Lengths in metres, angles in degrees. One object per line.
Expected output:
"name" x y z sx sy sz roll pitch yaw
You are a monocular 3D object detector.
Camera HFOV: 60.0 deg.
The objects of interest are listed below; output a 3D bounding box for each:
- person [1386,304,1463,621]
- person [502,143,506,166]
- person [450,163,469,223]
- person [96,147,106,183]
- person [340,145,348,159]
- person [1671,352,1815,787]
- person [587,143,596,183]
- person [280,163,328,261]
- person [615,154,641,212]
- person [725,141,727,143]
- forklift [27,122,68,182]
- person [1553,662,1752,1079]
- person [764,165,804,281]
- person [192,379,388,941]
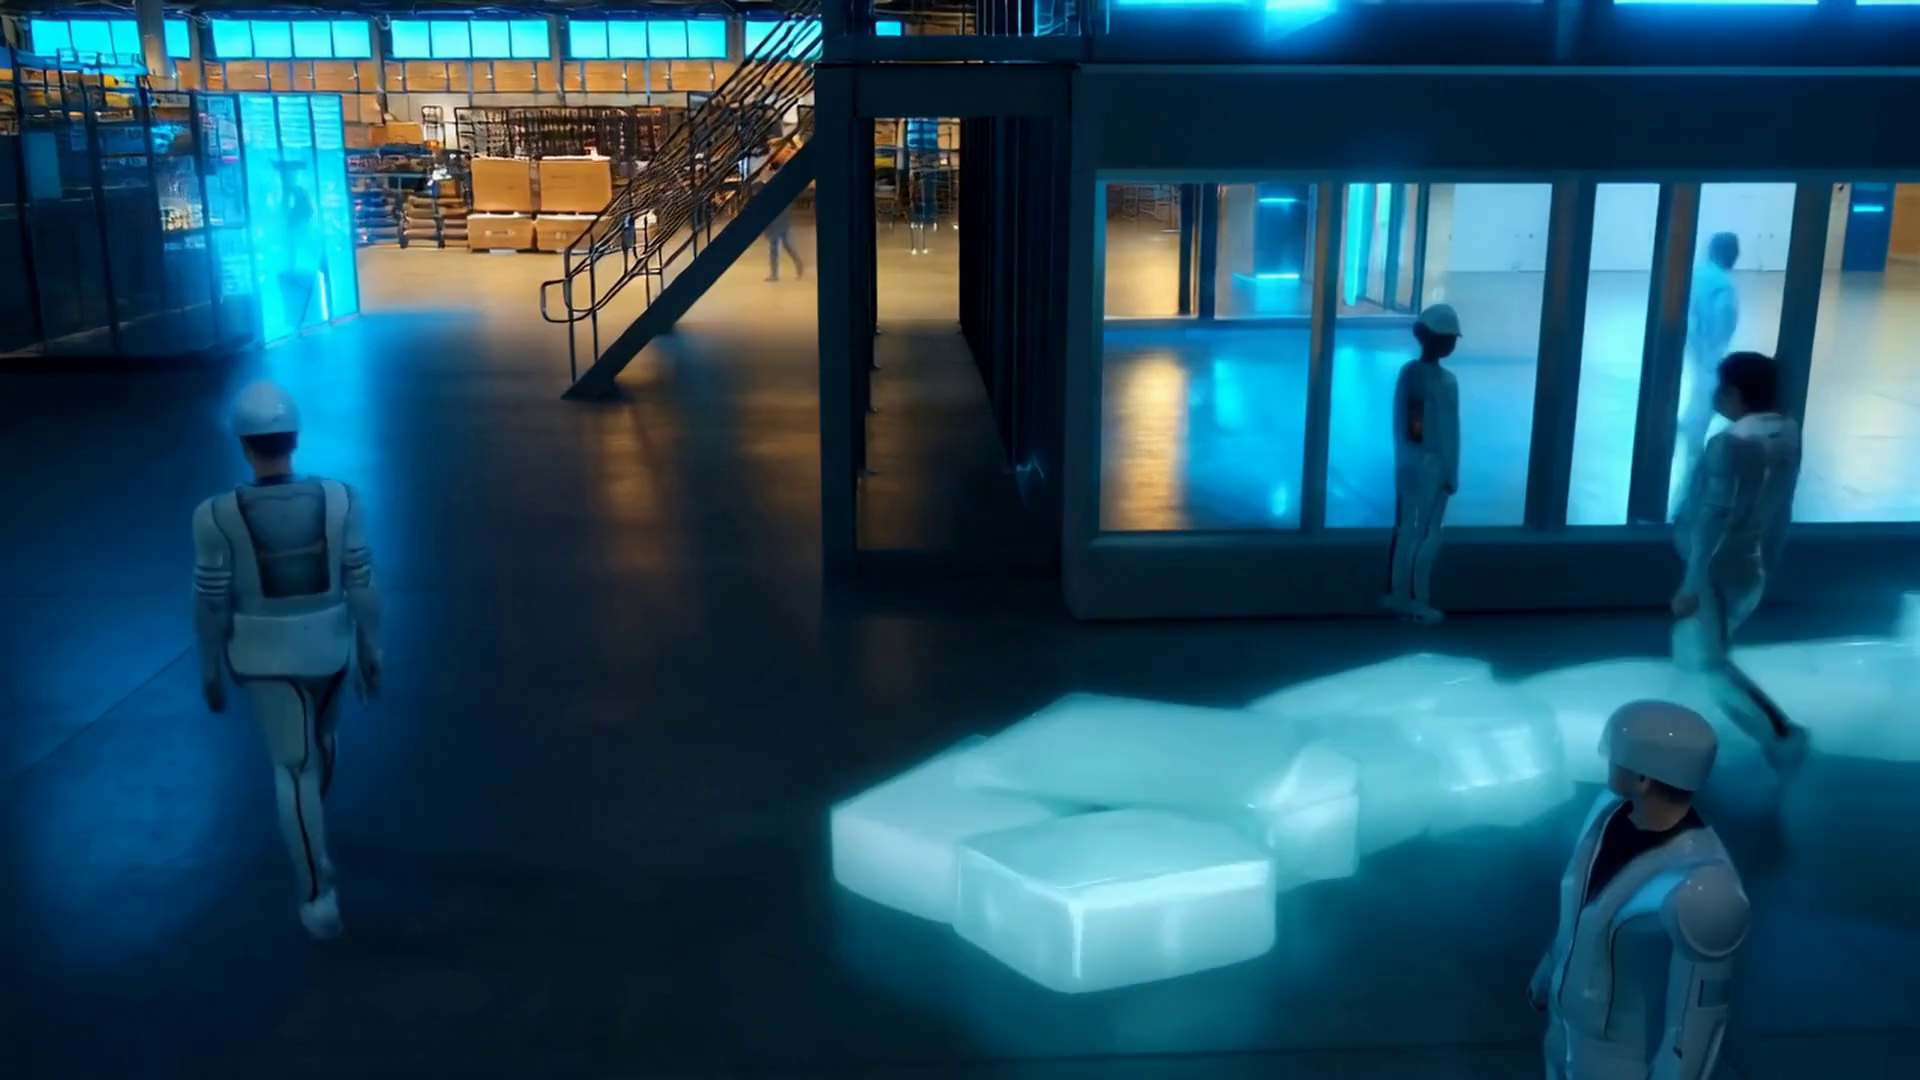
"person" 2.618 -0.430 9.310 0.307 1.770 0.525 -5 15 -18
"person" -22.786 -18.820 82.733 0.936 1.797 0.595 -5 15 -18
"person" -13.155 -9.061 43.863 0.546 1.744 0.595 -4 15 -15
"person" -32.637 -13.966 63.113 0.615 1.922 0.886 12 19 41
"person" -30.596 -18.747 82.551 0.345 1.746 0.573 4 15 14
"person" 3.256 0.129 6.953 0.712 1.826 0.634 13 19 42
"person" -16.851 -17.312 76.565 0.921 1.877 0.627 -1 14 -3
"person" -13.404 -6.692 33.784 1.050 2.000 0.680 1 14 3
"person" -10.467 -11.215 52.331 1.003 1.808 0.544 -1 14 -2
"person" -13.017 -21.503 93.456 0.777 1.809 0.599 -3 14 -12
"forklift" -35.376 -14.773 64.377 1.129 2.768 1.873 -1 14 -2
"person" 1.378 1.075 3.437 0.315 1.696 0.541 -1 14 -3
"person" -3.153 -5.624 29.540 0.612 2.028 0.723 12 19 40
"person" -2.361 0.378 5.826 0.568 1.884 1.003 -9 17 -33
